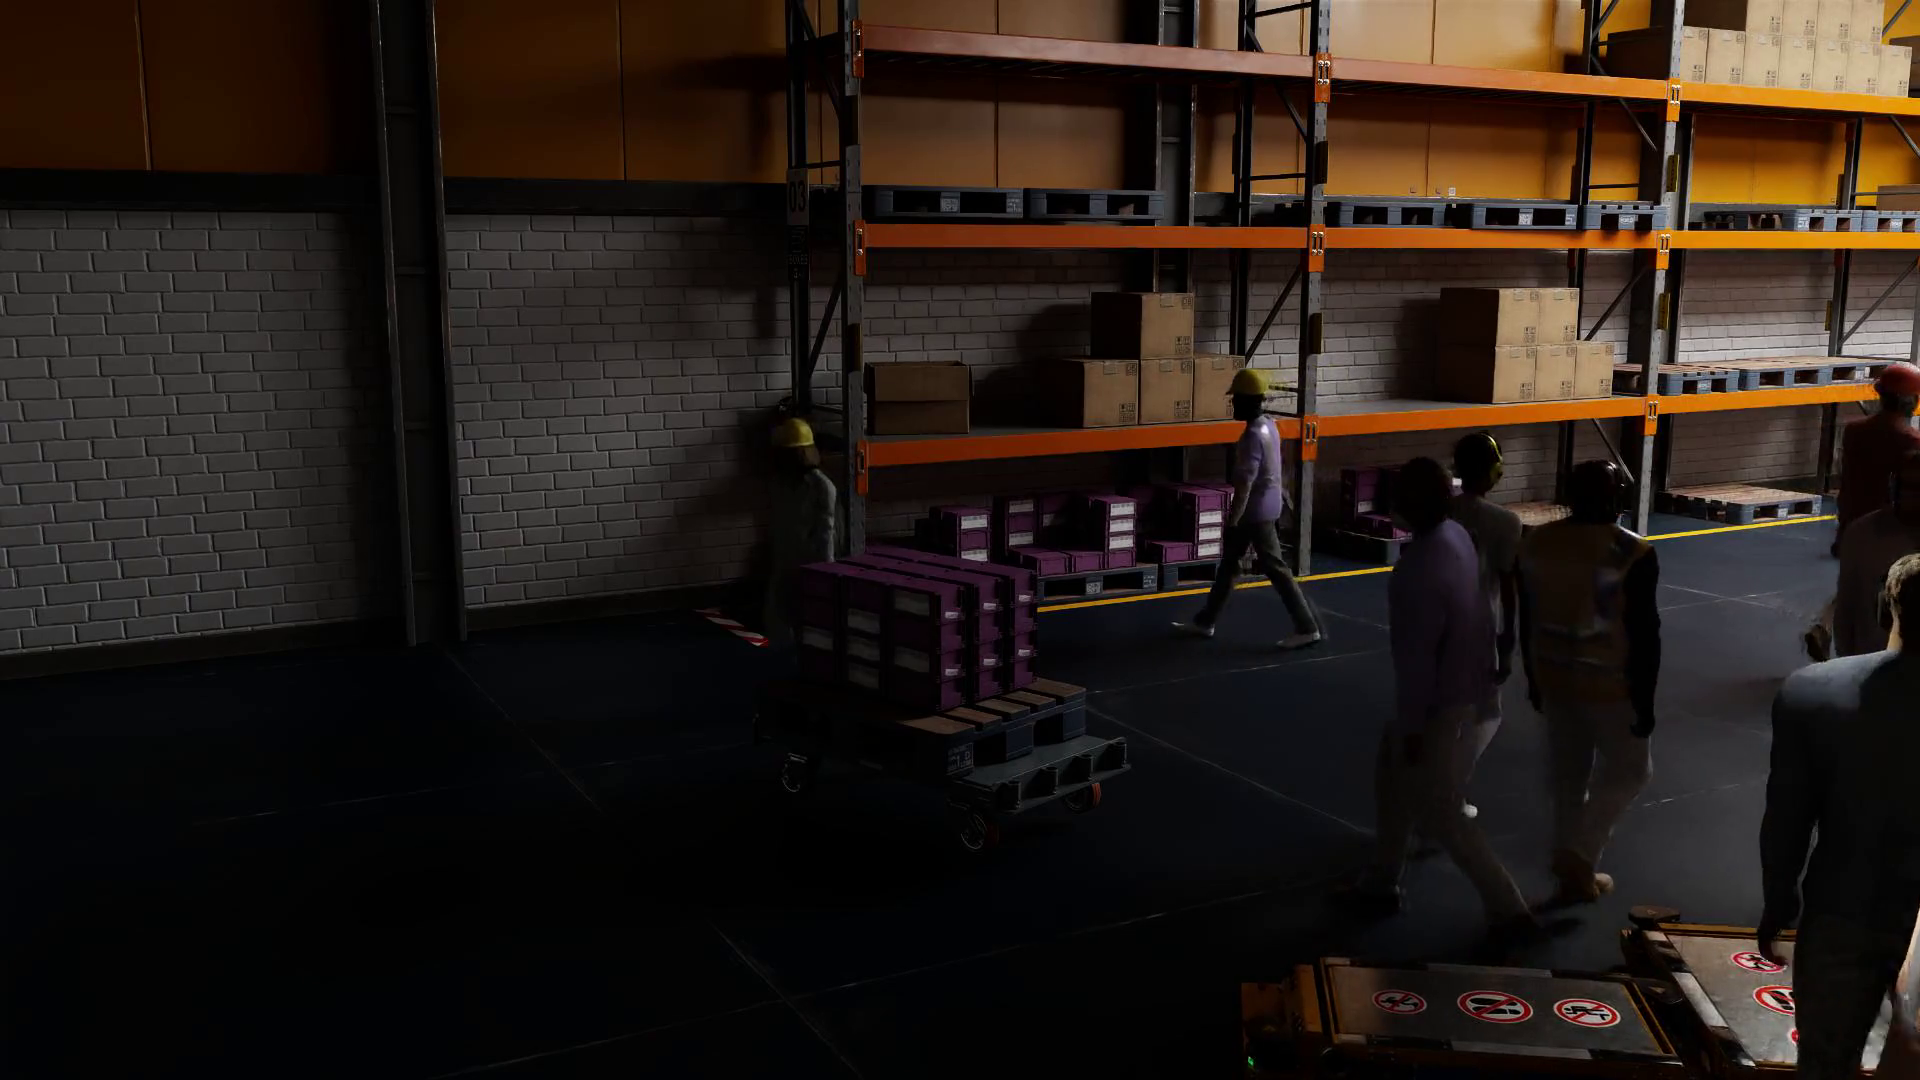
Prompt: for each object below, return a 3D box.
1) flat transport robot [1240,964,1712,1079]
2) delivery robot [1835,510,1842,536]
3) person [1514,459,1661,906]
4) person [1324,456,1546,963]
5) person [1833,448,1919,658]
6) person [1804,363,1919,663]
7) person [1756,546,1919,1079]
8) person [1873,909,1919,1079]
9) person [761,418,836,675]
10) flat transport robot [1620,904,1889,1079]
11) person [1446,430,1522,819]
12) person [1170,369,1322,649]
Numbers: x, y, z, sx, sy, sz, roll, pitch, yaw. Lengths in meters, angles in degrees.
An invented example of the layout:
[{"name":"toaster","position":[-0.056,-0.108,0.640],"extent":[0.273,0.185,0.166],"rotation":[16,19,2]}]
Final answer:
[{"name":"flat transport robot","position":[1.637,1.592,5.366],"extent":[1.431,0.197,0.652],"rotation":[1,10,8]},{"name":"delivery robot","position":[7.926,-0.152,14.322],"extent":[0.707,0.478,0.477],"rotation":[-2,10,-13]},{"name":"person","position":[2.514,0.585,6.699],"extent":[0.463,1.823,0.641],"rotation":[-7,12,-36]},{"name":"person","position":[1.845,0.620,6.335],"extent":[0.895,1.903,0.666],"rotation":[6,11,29]},{"name":"person","position":[4.035,0.515,7.054],"extent":[0.620,1.854,1.049],"rotation":[6,11,30]},{"name":"person","position":[5.625,-0.104,10.235],"extent":[0.560,1.970,0.627],"rotation":[-3,10,-17]},{"name":"person","position":[2.365,0.973,4.199],"extent":[0.643,1.928,0.409],"rotation":[6,12,31]},{"name":"person","position":[2.037,1.153,3.241],"extent":[0.615,1.881,0.546],"rotation":[-9,14,-43]},{"name":"person","position":[-0.901,0.175,9.317],"extent":[0.496,1.727,0.367],"rotation":[7,12,33]},{"name":"flat transport robot","position":[2.698,1.572,5.485],"extent":[0.652,0.197,1.431],"rotation":[1,10,8]},{"name":"person","position":[2.241,0.435,7.493],"extent":[0.510,1.856,0.553],"rotation":[8,13,40]},{"name":"person","position":[1.973,-0.210,11.148],"extent":[1.035,1.871,0.602],"rotation":[3,10,16]}]
